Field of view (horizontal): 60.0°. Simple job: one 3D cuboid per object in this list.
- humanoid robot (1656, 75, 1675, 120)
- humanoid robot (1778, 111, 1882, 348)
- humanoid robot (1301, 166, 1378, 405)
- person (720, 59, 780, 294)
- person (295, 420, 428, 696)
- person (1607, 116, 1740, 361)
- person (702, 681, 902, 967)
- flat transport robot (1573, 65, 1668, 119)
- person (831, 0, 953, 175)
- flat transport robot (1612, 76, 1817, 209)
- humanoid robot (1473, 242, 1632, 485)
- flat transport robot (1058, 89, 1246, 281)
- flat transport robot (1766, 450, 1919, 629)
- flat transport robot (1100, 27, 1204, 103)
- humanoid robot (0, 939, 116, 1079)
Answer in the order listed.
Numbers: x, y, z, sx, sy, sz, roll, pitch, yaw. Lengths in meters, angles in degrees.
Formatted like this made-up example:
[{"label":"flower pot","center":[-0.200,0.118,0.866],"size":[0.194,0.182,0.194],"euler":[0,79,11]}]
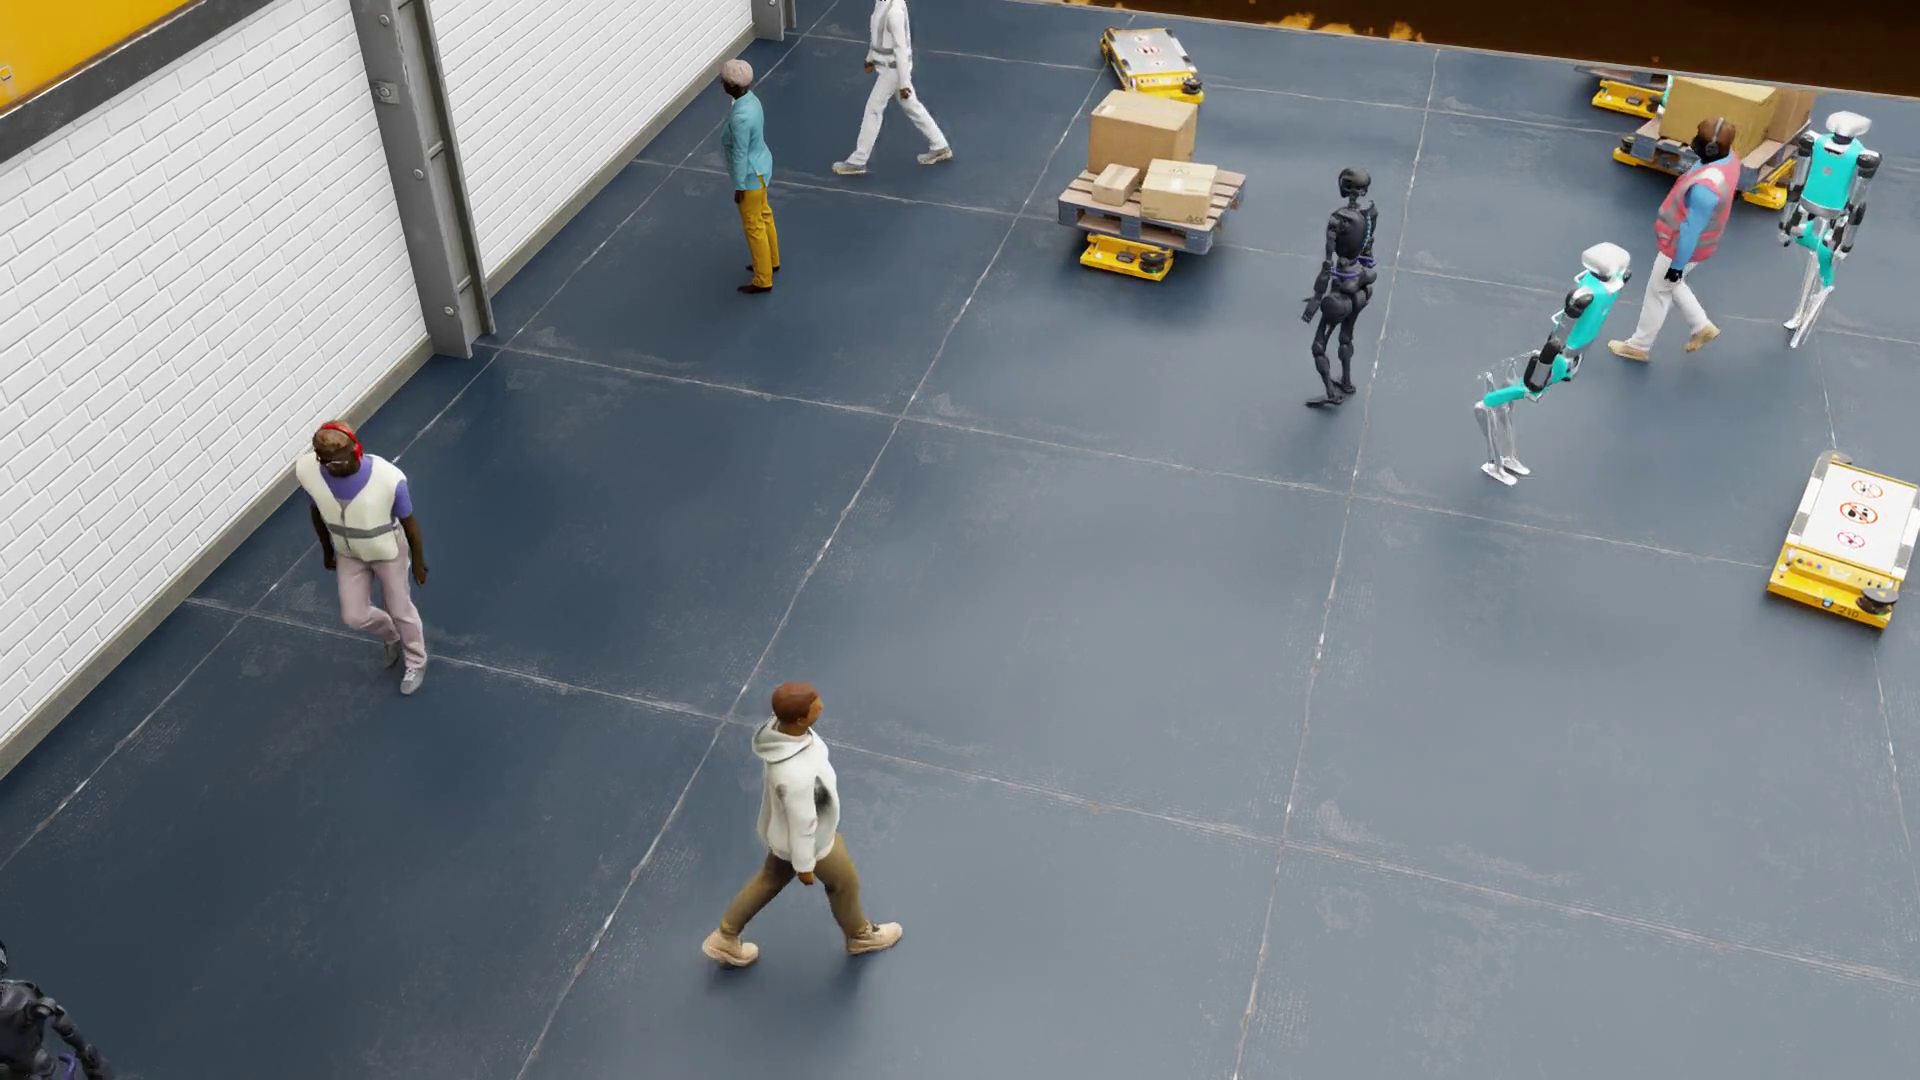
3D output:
[{"label":"humanoid robot","center":[5.996,-3.960,13.652],"size":[0.533,1.677,0.735],"euler":[20,43,23]},{"label":"humanoid robot","center":[6.039,-2.176,11.573],"size":[0.772,1.806,0.542],"euler":[-28,46,-30]},{"label":"humanoid robot","center":[2.543,-1.654,10.939],"size":[0.399,1.640,0.600],"euler":[31,48,33]},{"label":"person","center":[-1.547,-2.654,12.130],"size":[0.346,1.746,0.528],"euler":[3,39,4]},{"label":"person","center":[-3.061,0.078,8.672],"size":[0.595,1.813,0.480],"euler":[5,39,6]},{"label":"person","center":[4.927,-1.990,11.234],"size":[0.592,1.829,0.639],"euler":[23,44,26]},{"label":"person","center":[-0.745,1.265,7.260],"size":[0.886,1.728,0.536],"euler":[-13,40,-15]},{"label":"flat transport robot","center":[6.359,-4.240,15.278],"size":[0.659,0.231,1.431],"euler":[23,44,26]},{"label":"person","center":[-0.543,-3.865,13.572],"size":[1.023,1.832,0.584],"euler":[-3,39,-4]},{"label":"flat transport robot","center":[6.309,-3.171,13.949],"size":[1.431,0.231,0.659],"euler":[29,47,31]},{"label":"humanoid robot","center":[3.531,-1.102,10.208],"size":[0.530,1.755,0.788],"euler":[-30,47,-32]},{"label":"flat transport robot","center":[1.509,-2.491,13.103],"size":[0.659,0.231,1.431],"euler":[16,42,19]},{"label":"flat transport robot","center":[5.386,-0.032,10.044],"size":[0.659,0.231,1.431],"euler":[22,44,25]},{"label":"flat transport robot","center":[1.776,-4.436,15.522],"size":[0.659,0.231,1.431],"euler":[-5,39,-7]},{"label":"humanoid robot","center":[-3.463,2.071,6.304],"size":[0.595,1.642,0.447],"euler":[4,39,5]}]
